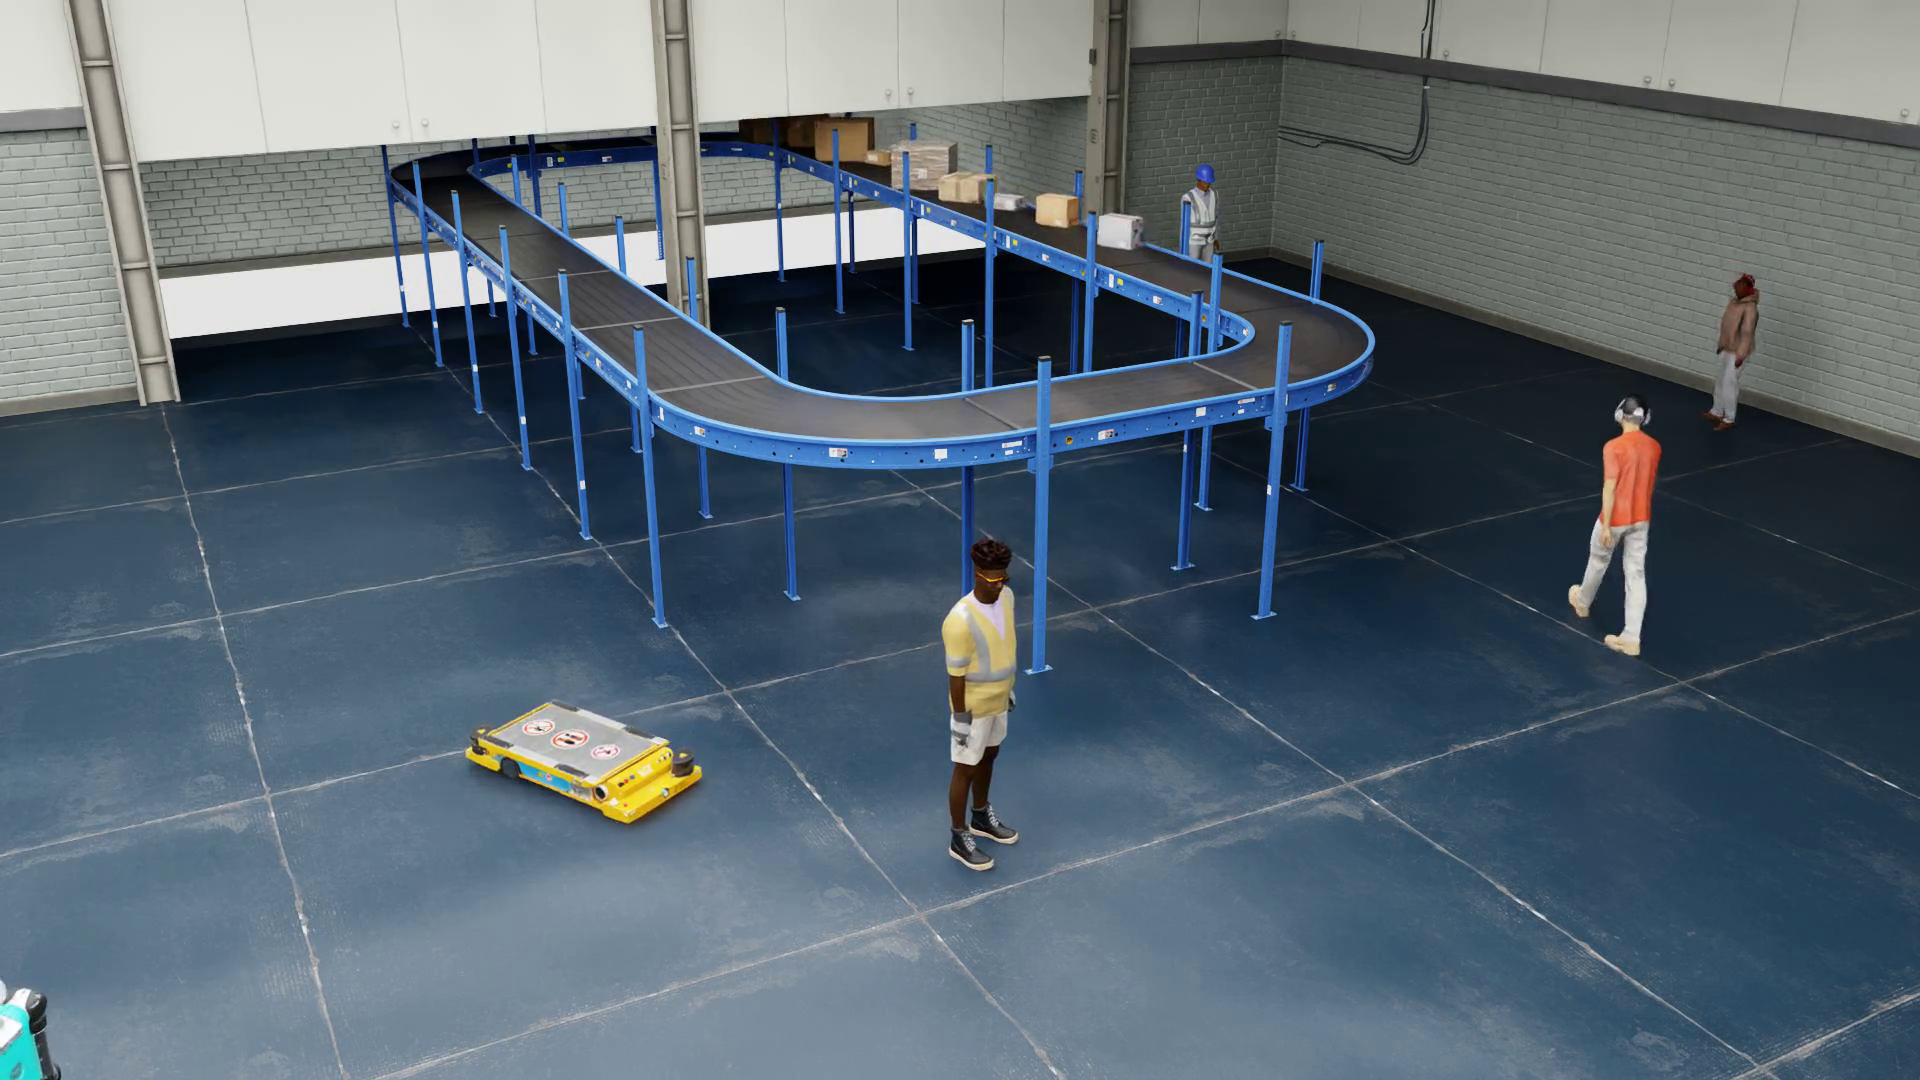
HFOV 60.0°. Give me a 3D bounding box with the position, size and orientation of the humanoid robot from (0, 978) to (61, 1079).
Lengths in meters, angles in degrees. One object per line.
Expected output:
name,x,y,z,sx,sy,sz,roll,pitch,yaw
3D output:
humanoid robot,-3.603,2.334,6.129,0.960,1.742,0.558,4,22,10

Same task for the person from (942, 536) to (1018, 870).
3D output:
person,0.133,0.897,9.401,0.368,1.962,0.607,13,25,29

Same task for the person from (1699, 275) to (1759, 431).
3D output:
person,7.812,-1.921,16.825,0.308,1.610,0.682,0,22,0

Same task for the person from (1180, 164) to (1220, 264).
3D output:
person,3.032,-3.783,21.017,0.614,1.933,0.415,-15,27,-33

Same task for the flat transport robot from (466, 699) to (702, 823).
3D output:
flat transport robot,-2.383,1.371,10.486,1.431,0.231,0.659,14,26,31

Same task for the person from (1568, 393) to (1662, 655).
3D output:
person,4.853,-0.156,12.177,0.479,1.821,1.056,-3,22,-7
